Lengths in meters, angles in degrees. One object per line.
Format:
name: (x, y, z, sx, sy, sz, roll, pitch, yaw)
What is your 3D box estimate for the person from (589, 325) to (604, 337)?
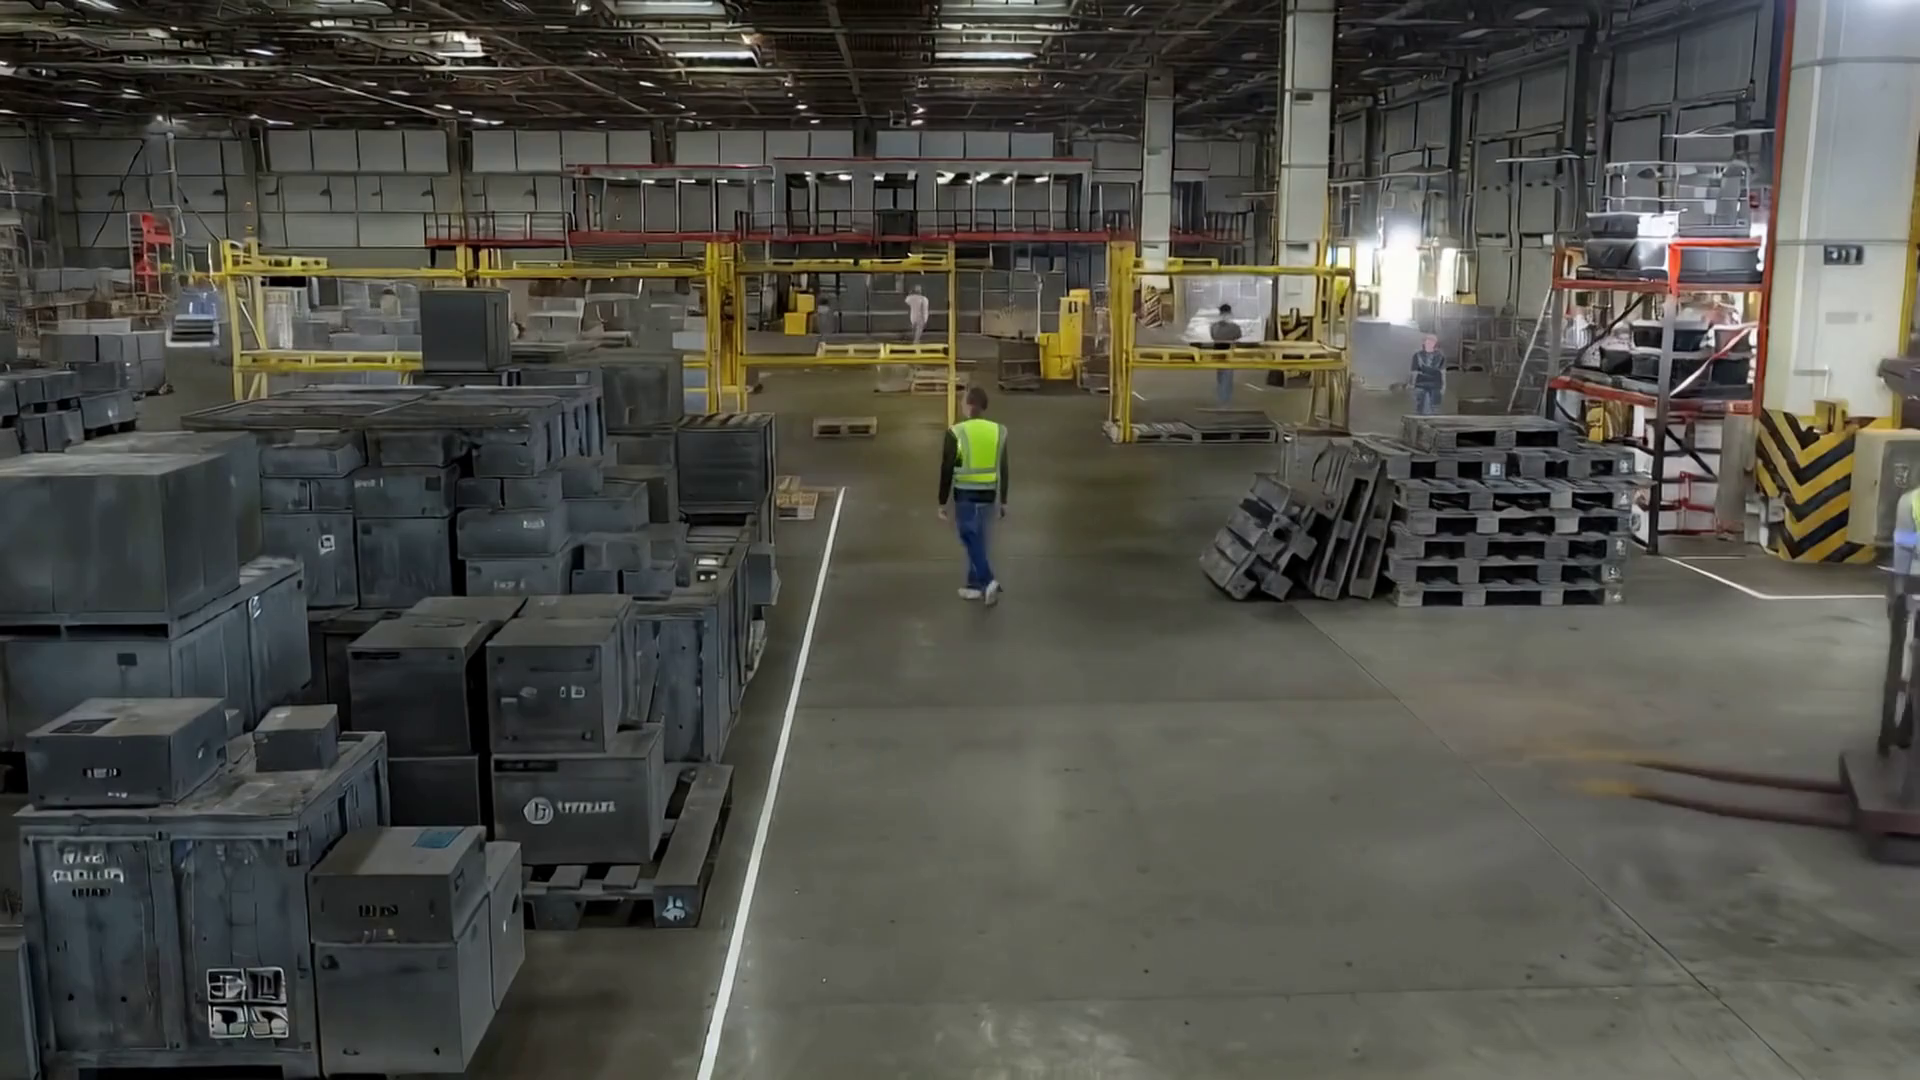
person: (-4.901, -1.940, 22.511, 0.593, 1.909, 0.409, 0, 10, 0)

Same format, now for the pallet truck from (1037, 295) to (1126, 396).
pallet truck: (2.483, -3.881, 33.060, 1.885, 1.965, 0.823, -7, 13, -36)

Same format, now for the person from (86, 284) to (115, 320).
person: (-21.318, -5.354, 41.313, 0.626, 1.986, 0.411, -6, 12, -29)

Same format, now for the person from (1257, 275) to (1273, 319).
person: (11.998, -9.644, 65.406, 0.602, 1.907, 0.487, 0, 10, 0)

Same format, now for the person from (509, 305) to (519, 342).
person: (-8.635, -3.584, 31.834, 0.508, 1.842, 0.332, 6, 12, 30)

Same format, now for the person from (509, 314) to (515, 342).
person: (-7.880, -3.052, 28.820, 0.328, 1.865, 0.521, 9, 13, 41)

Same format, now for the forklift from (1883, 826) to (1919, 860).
forklift: (5.611, 0.165, 8.060, 1.873, 2.768, 1.129, 4, 11, 22)

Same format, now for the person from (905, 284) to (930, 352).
person: (-1.089, -5.863, 44.304, 0.655, 1.915, 0.717, 6, 12, 30)

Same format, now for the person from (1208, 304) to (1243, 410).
person: (4.842, -3.326, 30.220, 0.679, 1.898, 0.530, 5, 11, 25)

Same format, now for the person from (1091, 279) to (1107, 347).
person: (4.088, -6.562, 48.135, 0.605, 1.949, 0.384, -3, 11, -15)

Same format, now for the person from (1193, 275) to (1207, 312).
person: (10.314, -10.753, 71.391, 0.618, 1.986, 0.407, 0, 10, 2)

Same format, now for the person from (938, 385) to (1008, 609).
person: (0.164, -0.350, 13.815, 0.581, 1.862, 0.848, -6, 12, -30)

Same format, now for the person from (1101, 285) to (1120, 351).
person: (4.173, -6.160, 46.199, 0.429, 1.839, 0.634, -7, 13, -36)

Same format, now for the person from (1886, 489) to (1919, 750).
person: (5.826, 0.309, 9.914, 0.543, 1.928, 0.371, 3, 11, 15)

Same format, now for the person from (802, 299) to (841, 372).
person: (-3.213, -4.767, 38.832, 0.914, 1.686, 0.500, 1, 10, 4)

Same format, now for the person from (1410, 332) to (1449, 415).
person: (7.041, -2.273, 24.981, 0.560, 1.685, 0.444, 4, 11, 22)

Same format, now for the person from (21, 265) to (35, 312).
person: (-40.288, -10.892, 71.994, 0.615, 2.041, 0.392, 3, 11, 16)

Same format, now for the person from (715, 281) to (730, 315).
person: (-6.733, -6.300, 46.739, 0.555, 1.925, 0.412, -8, 13, -37)

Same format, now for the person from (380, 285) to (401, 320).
person: (-15.251, -5.896, 44.634, 0.569, 1.869, 0.999, -1, 10, -5)
